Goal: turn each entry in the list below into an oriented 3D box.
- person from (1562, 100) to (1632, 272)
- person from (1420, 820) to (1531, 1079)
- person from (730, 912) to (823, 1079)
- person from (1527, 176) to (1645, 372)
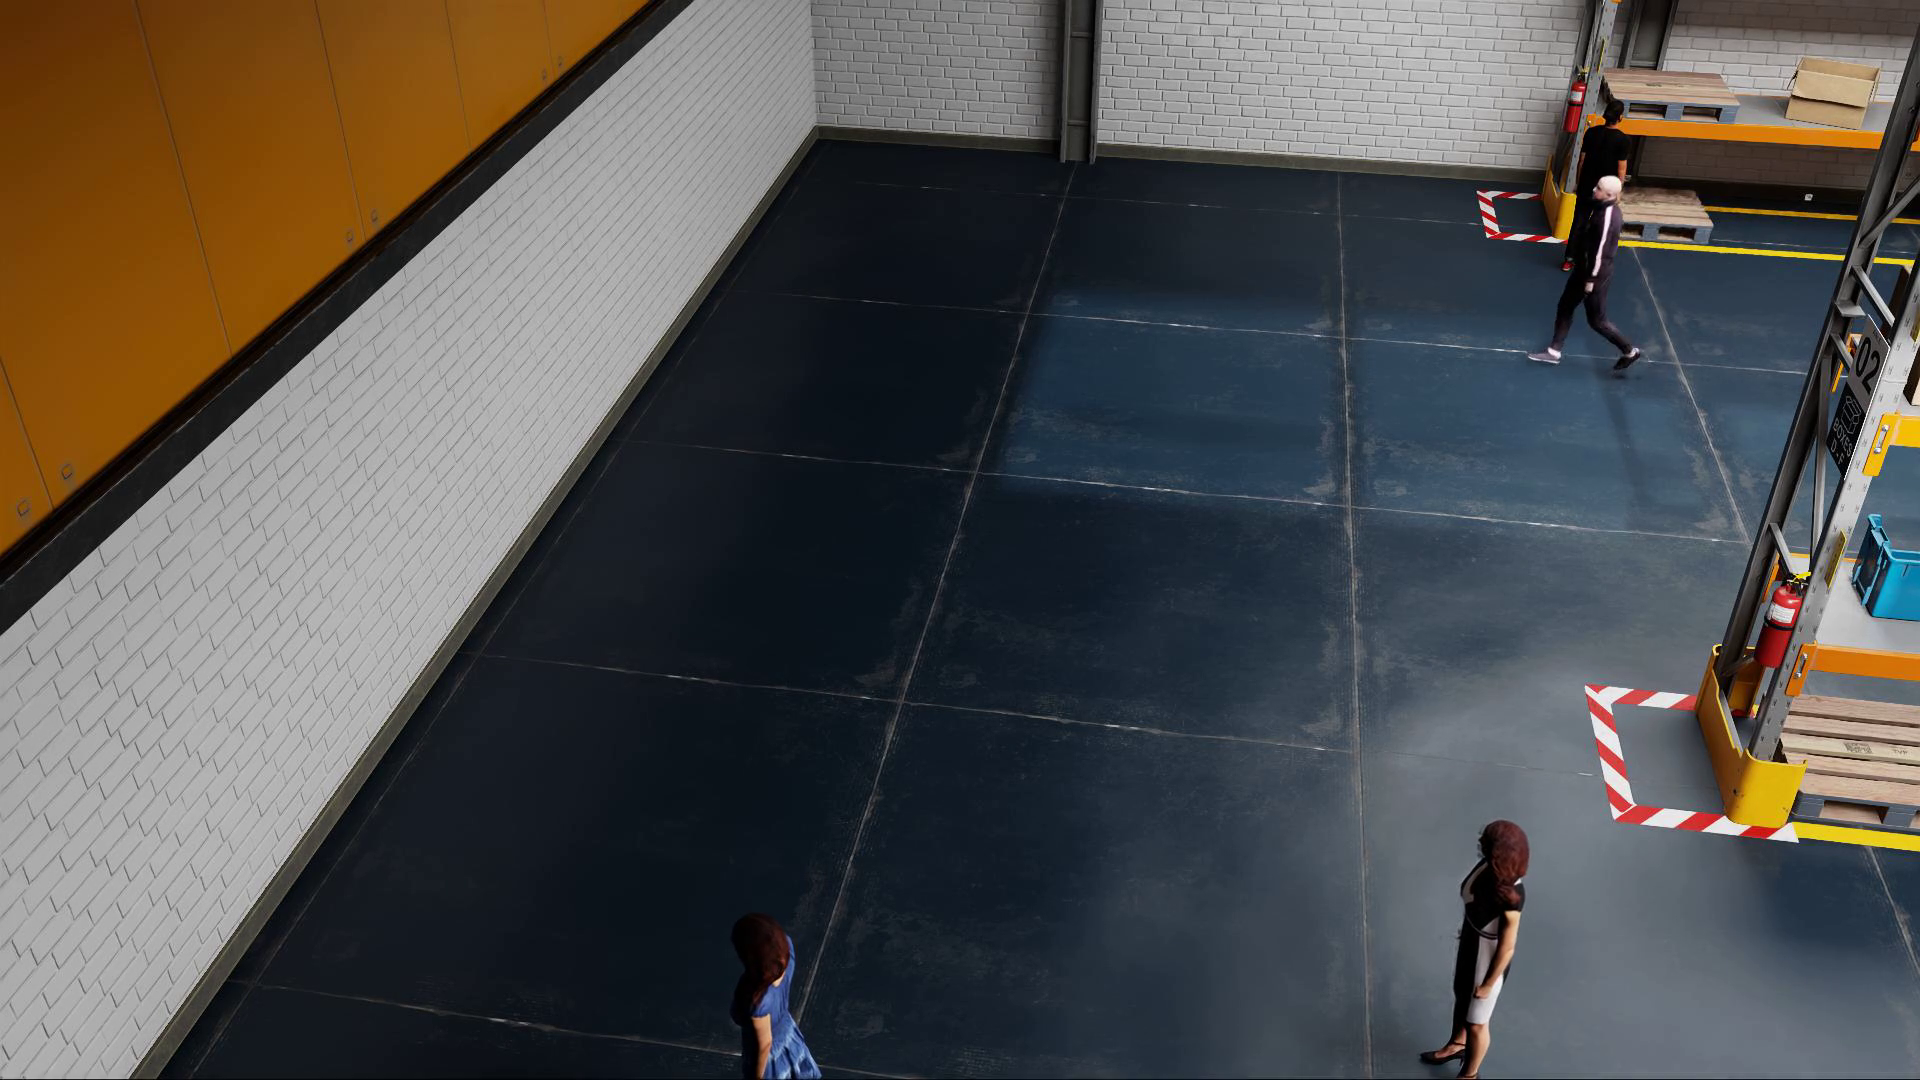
[{"bbox_3d":[6.276,-3.466,16.376,0.673,1.757,0.777,28,42,35],"label":"person"},{"bbox_3d":[2.529,2.033,8.068,0.525,1.796,0.598,2,34,3],"label":"person"},{"bbox_3d":[-0.867,2.358,7.568,0.572,1.808,0.674,3,34,5],"label":"person"},{"bbox_3d":[5.646,-2.280,14.552,1.200,1.802,0.734,8,34,12],"label":"person"}]
